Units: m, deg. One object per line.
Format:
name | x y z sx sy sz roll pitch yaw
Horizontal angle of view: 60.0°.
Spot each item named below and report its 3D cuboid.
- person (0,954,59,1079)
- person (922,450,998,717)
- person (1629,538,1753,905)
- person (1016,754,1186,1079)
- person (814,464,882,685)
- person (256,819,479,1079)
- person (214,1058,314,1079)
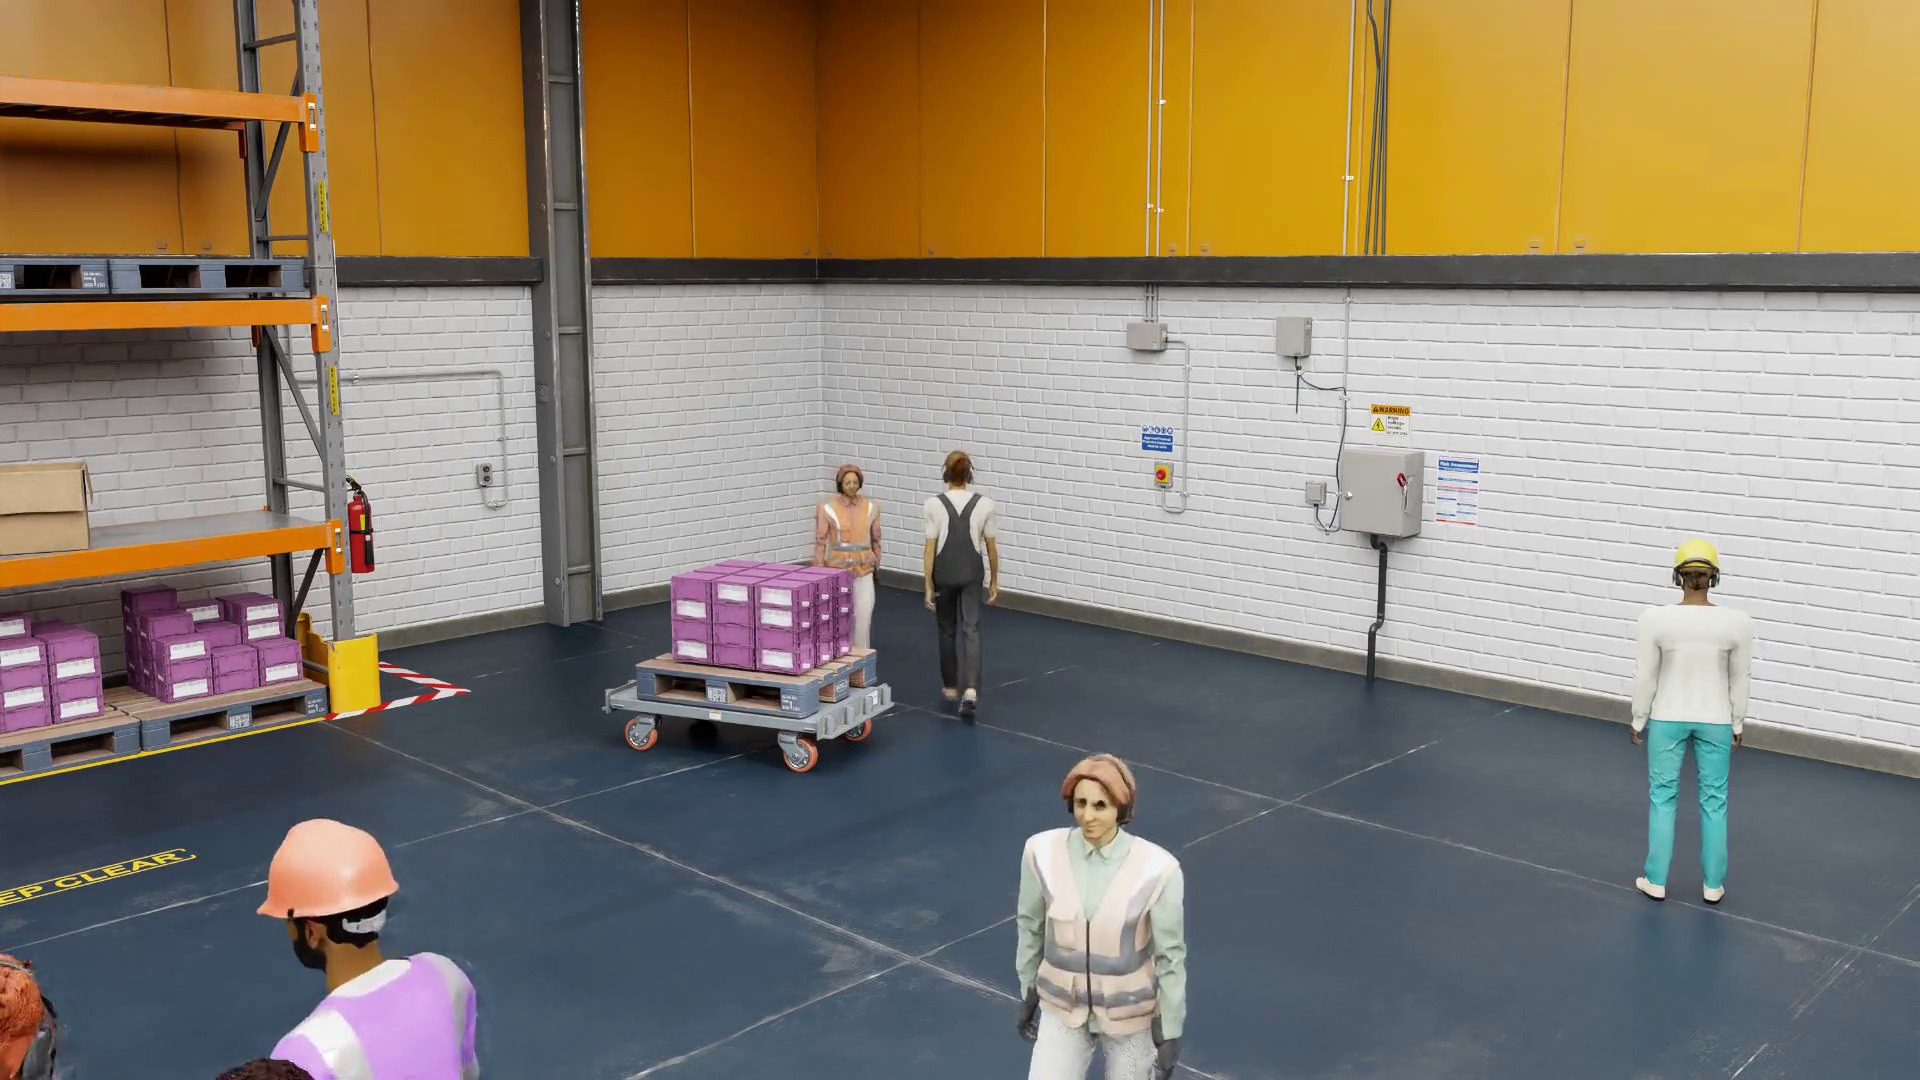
person | -1.569 1.652 2.890 0.739 1.872 0.603 7 12 38
person | 0.006 0.287 11.389 0.521 1.813 0.916 -1 9 -4
person | 3.486 0.869 7.969 0.524 1.759 0.338 3 10 15
person | 0.381 1.440 4.858 0.540 1.614 0.674 3 10 18
person | -0.844 0.223 12.371 0.526 1.610 0.746 -3 10 -18
person | -1.135 1.531 3.520 0.805 1.902 0.571 4 10 24
person | -1.031 1.704 2.448 0.598 1.894 0.820 0 9 -1
